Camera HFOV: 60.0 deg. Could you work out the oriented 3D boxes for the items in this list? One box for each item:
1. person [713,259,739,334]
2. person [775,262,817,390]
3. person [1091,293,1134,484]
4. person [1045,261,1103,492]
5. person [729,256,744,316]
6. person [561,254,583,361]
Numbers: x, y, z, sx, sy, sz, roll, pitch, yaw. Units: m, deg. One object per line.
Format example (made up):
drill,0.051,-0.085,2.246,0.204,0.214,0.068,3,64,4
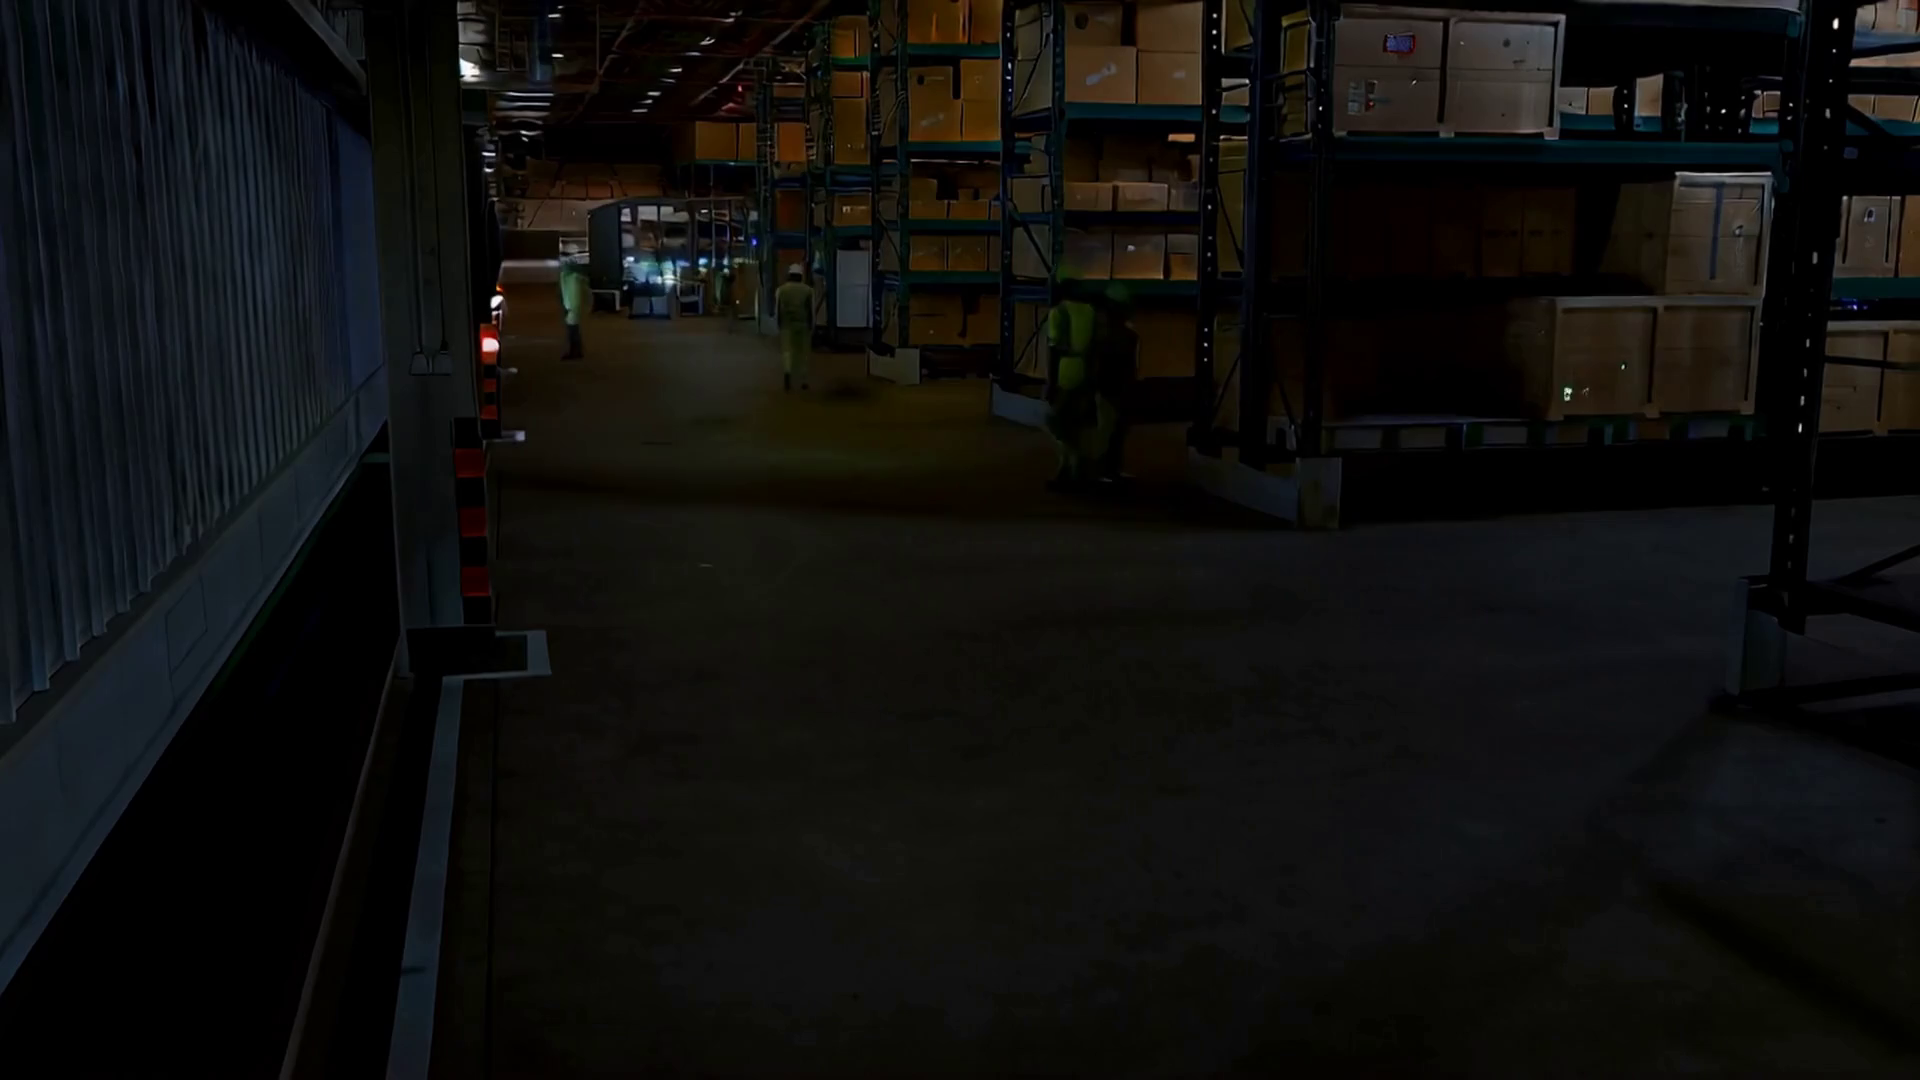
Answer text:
person,-5.397,-5.617,38.444,0.594,1.714,0.846,-2,10,-13
person,-2.296,-2.977,23.267,0.599,1.811,0.748,1,10,6
person,1.326,-1.297,14.274,0.323,1.628,0.525,6,12,30
person,0.954,-1.302,13.509,0.549,1.911,0.668,-8,13,-37
person,-6.463,-7.330,48.132,0.485,1.735,0.346,5,11,24
person,-6.979,-4.144,29.694,0.374,1.891,0.723,2,10,12
